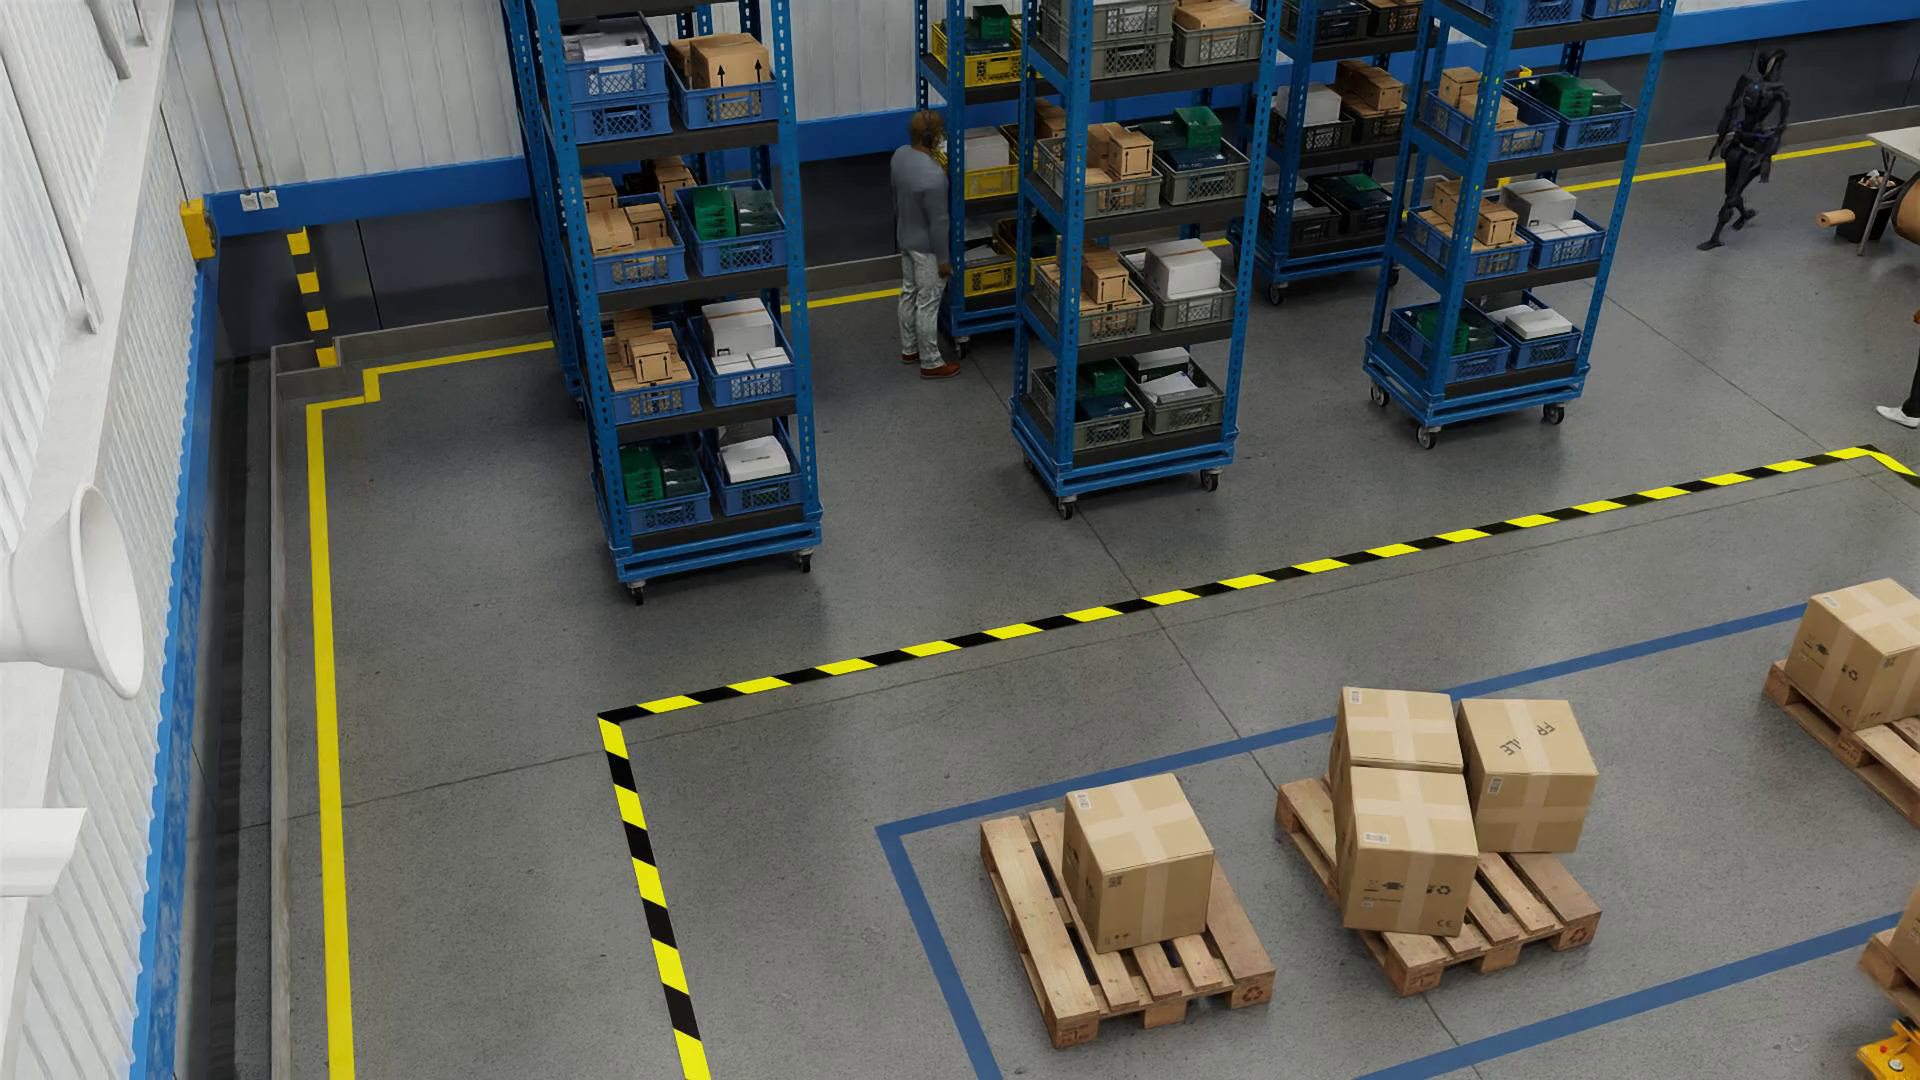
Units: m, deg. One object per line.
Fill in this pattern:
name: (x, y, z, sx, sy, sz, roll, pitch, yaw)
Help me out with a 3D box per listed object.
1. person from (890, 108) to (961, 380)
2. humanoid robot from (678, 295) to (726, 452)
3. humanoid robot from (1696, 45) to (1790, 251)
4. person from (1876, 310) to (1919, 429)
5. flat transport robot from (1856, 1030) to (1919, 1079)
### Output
person: (-0.246, -2.041, 11.500, 0.371, 1.940, 0.627, -17, 39, -23)
humanoid robot: (-1.617, -1.144, 10.500, 0.786, 1.630, 0.613, -18, 39, -24)
humanoid robot: (6.365, -3.168, 13.357, 0.734, 1.640, 0.605, -17, 39, -23)
person: (6.558, -1.604, 10.955, 0.596, 1.852, 0.378, -13, 37, -18)
flat transport robot: (4.586, 2.168, 6.958, 1.431, 0.197, 0.652, -11, 37, -15)
